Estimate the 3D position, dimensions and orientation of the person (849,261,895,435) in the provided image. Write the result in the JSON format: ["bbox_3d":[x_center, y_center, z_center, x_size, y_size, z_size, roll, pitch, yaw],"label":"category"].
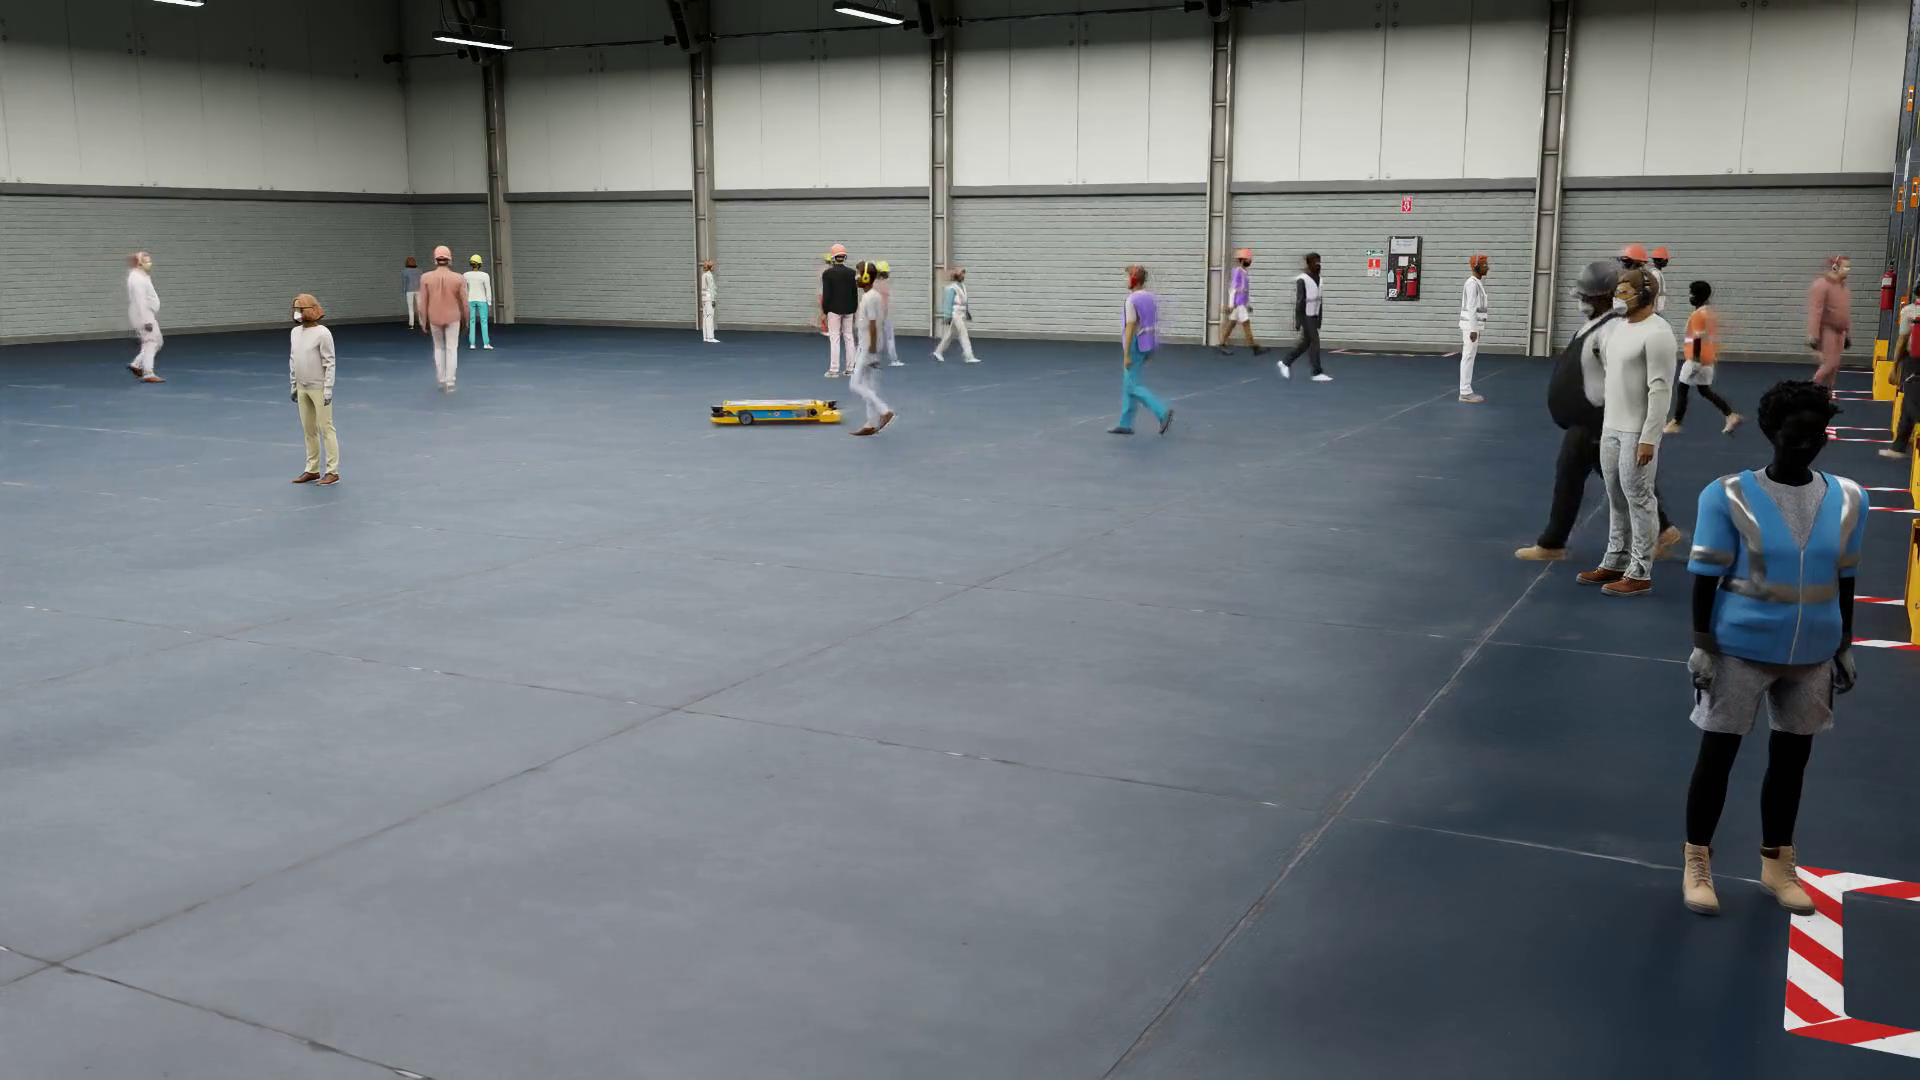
[{"bbox_3d":[-0.973,-2.021,17.658,0.429,1.856,0.520,1,10,5],"label":"person"}]

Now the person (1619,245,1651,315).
[{"bbox_3d":[7.581,-2.301,18.738,0.793,2.012,0.640,-2,11,-10],"label":"person"}]

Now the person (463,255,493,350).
[{"bbox_3d":[-9.021,-4.442,31.103,0.534,1.767,0.320,0,10,0],"label":"person"}]

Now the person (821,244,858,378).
[{"bbox_3d":[-1.815,-3.439,25.010,0.613,1.994,0.382,-7,13,-35],"label":"person"}]

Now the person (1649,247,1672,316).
[{"bbox_3d":[11.204,-3.733,26.767,0.360,1.935,0.552,4,11,20],"label":"person"}]

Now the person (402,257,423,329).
[{"bbox_3d":[-12.521,-5.652,38.064,0.500,1.633,0.279,-9,14,-40],"label":"person"}]

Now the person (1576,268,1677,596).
[{"bbox_3d":[3.987,-0.638,9.890,0.372,1.940,0.630,-1,10,-5],"label":"person"}]

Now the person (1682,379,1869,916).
[{"bbox_3d":[2.535,0.343,5.196,0.540,1.696,0.317,0,10,1],"label":"person"}]

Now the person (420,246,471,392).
[{"bbox_3d":[-7.021,-3.021,22.778,0.652,1.972,0.742,-1,10,-7],"label":"person"}]

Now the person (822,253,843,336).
[{"bbox_3d":[-2.683,-5.173,35.126,0.516,1.753,0.533,2,11,9],"label":"person"}]

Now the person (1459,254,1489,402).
[{"bbox_3d":[6.609,-2.720,21.397,0.353,1.883,0.572,4,11,19],"label":"person"}]

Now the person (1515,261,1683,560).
[{"bbox_3d":[4.222,-0.848,10.758,1.006,2.000,0.685,3,11,16],"label":"person"}]

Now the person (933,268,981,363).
[{"bbox_3d":[-0.085,-3.778,27.946,0.874,1.596,0.506,4,11,19],"label":"person"}]

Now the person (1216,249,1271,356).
[{"bbox_3d":[5.017,-4.190,29.413,1.007,1.876,0.561,4,11,22],"label":"person"}]

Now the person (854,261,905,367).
[{"bbox_3d":[-1.343,-3.634,26.838,0.933,1.717,0.521,-9,14,-40],"label":"person"}]

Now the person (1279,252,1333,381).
[{"bbox_3d":[5.131,-3.311,24.621,0.893,1.891,0.595,9,13,39],"label":"person"}]

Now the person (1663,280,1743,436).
[{"bbox_3d":[7.926,-1.927,17.678,0.784,1.662,0.541,7,12,33],"label":"person"}]

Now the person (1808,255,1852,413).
[{"bbox_3d":[10.467,-2.466,19.960,0.678,1.894,0.418,-7,13,-34],"label":"person"}]

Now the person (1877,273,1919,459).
[{"bbox_3d":[9.026,-1.598,15.515,0.497,1.809,0.910,-3,11,-16],"label":"person"}]

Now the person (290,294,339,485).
[{"bbox_3d":[-5.550,-1.285,14.249,0.500,1.633,0.279,6,12,29],"label":"person"}]

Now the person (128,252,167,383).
[{"bbox_3d":[-11.765,-3.214,24.064,0.433,1.888,0.665,-5,12,-26],"label":"person"}]

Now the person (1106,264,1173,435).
[{"bbox_3d":[1.914,-2.010,17.674,0.765,1.824,0.581,6,12,28],"label":"person"}]

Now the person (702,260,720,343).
[{"bbox_3d":[-4.993,-4.755,33.154,0.306,1.640,0.522,-5,11,-25],"label":"person"}]

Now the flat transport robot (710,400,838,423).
[{"bbox_3d":[-2.120,-1.476,19.011,1.431,0.197,0.652,-1,10,-6],"label":"flat transport robot"}]
